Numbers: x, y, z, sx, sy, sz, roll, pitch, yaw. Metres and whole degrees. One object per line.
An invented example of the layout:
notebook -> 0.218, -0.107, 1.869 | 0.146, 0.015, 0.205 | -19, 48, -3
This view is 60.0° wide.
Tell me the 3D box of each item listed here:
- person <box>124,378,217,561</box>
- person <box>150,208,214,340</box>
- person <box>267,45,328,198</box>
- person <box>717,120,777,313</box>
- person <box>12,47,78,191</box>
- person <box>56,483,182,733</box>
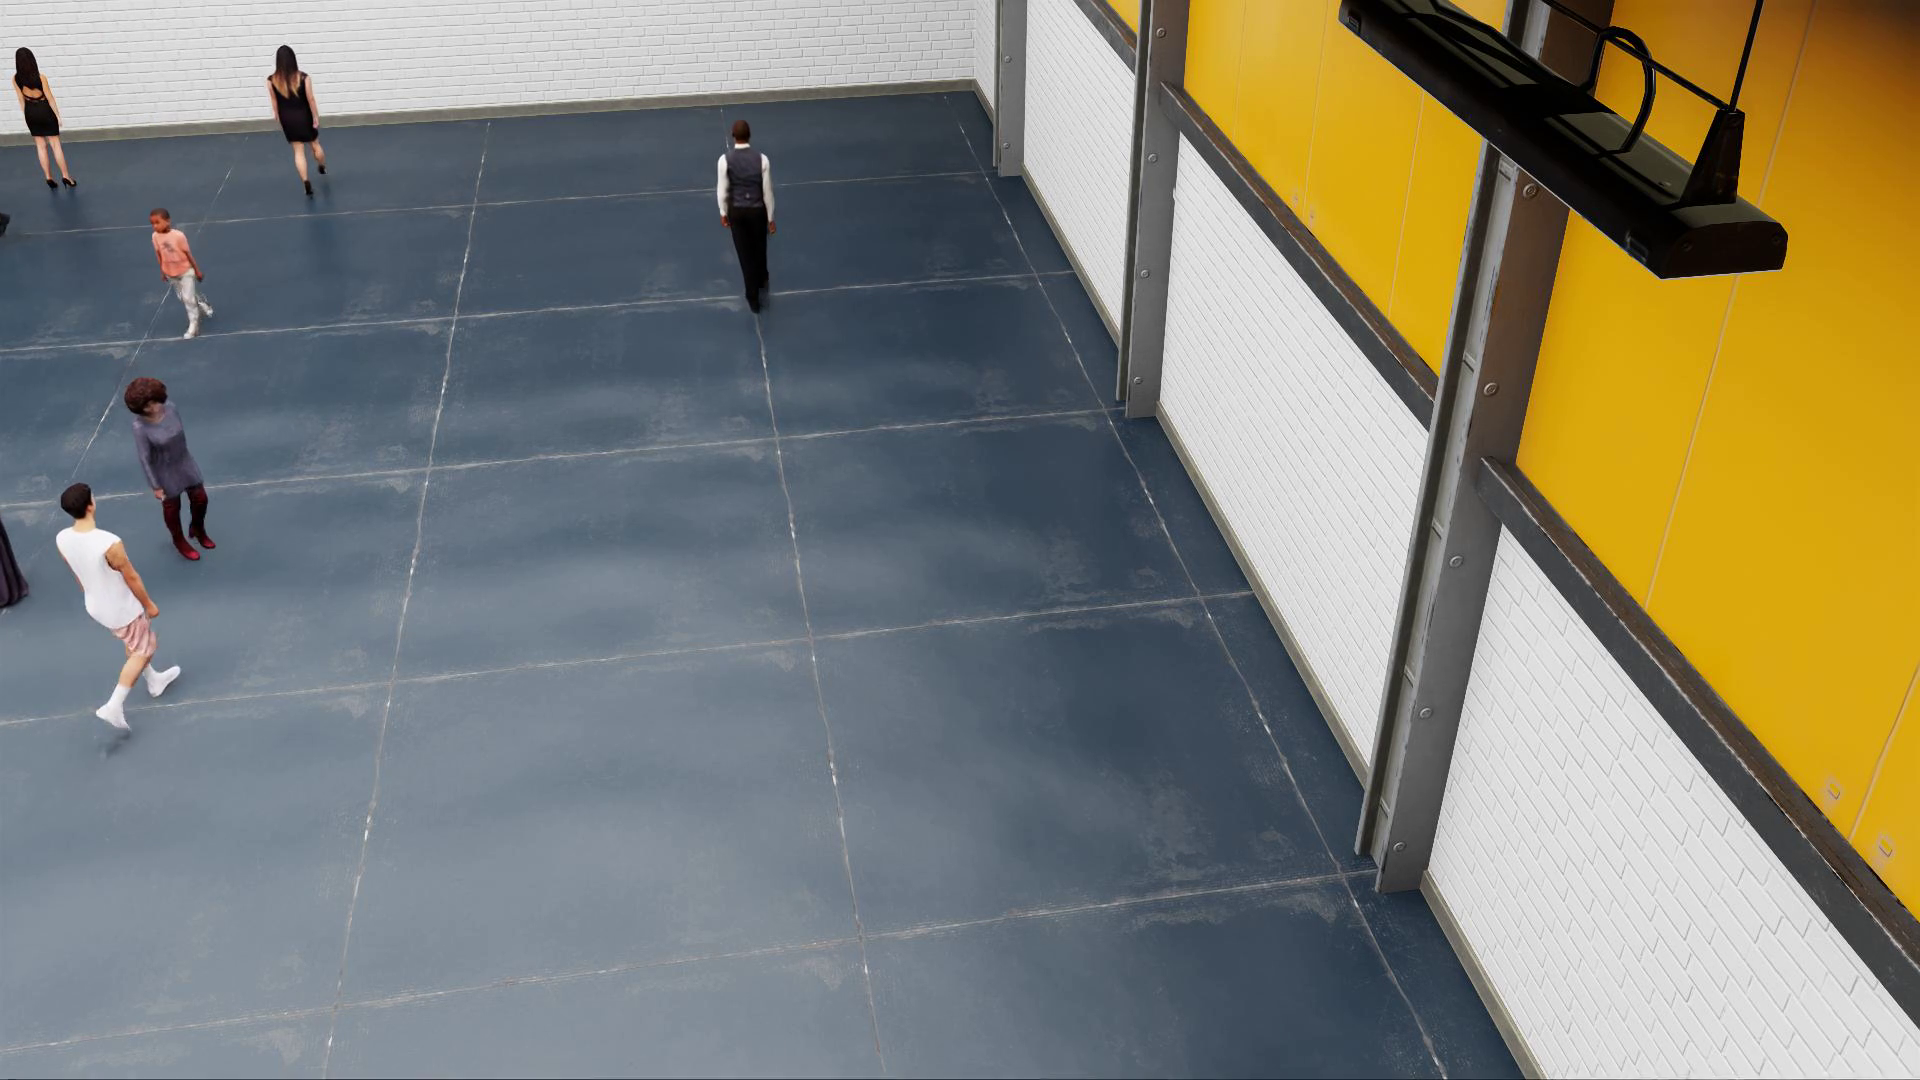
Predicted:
person -> -6.080, -0.552, 12.742 | 0.868, 1.681, 0.810 | 15, 36, 21
person -> -7.601, -2.666, 16.277 | 0.666, 1.288, 0.900 | 1, 34, 2
person -> -7.599, -4.764, 19.072 | 0.723, 1.688, 0.962 | -10, 35, -14
person -> -2.106, -3.181, 16.506 | 0.725, 1.893, 1.033 | -5, 34, -7
person -> -10.649, -4.877, 19.280 | 0.542, 1.646, 0.467 | -5, 34, -8
person -> -5.698, 0.467, 11.131 | 0.967, 1.768, 1.128 | 12, 35, 17
